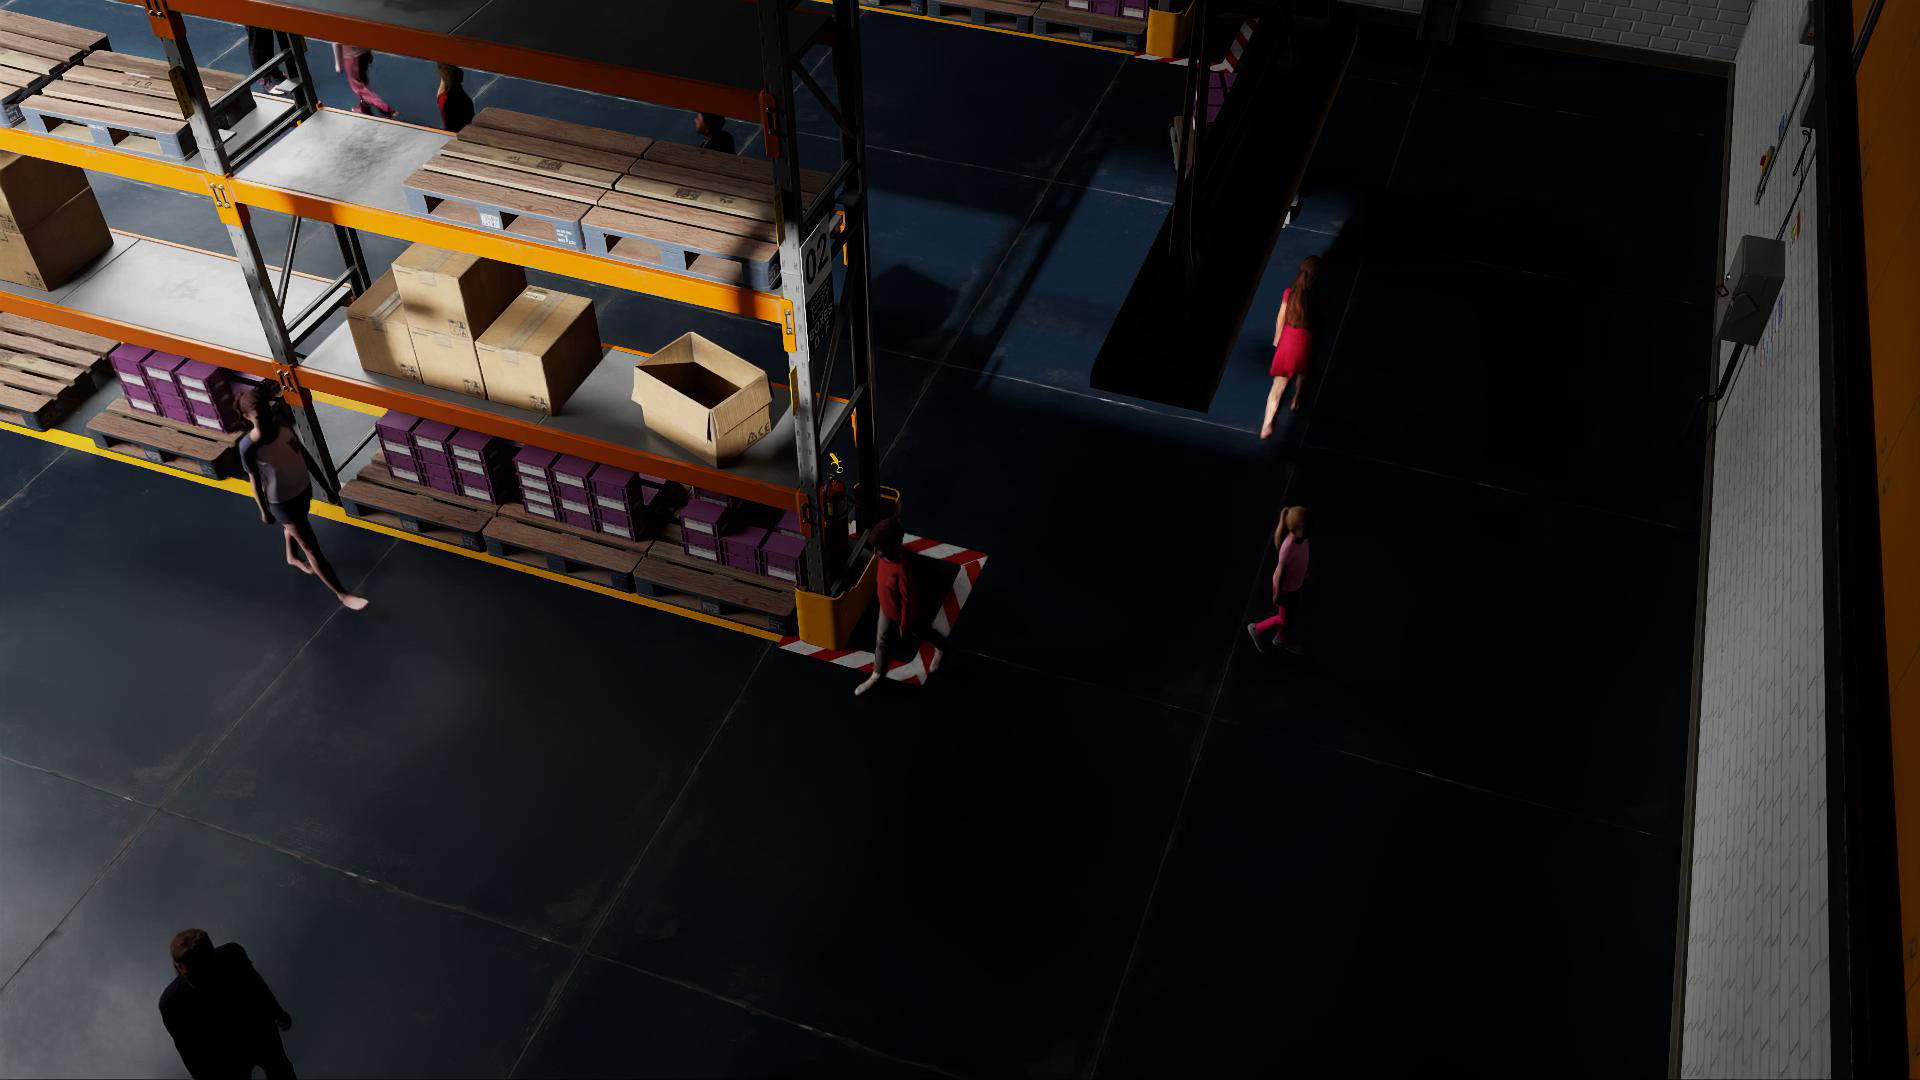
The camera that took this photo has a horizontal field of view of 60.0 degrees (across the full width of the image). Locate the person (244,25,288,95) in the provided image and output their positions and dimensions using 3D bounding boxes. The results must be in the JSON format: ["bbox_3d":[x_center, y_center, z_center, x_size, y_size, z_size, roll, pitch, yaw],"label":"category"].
[{"bbox_3d":[-7.032,-5.370,16.465,0.676,1.872,0.725,0,44,0],"label":"person"}]

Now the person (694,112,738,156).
[{"bbox_3d":[-1.990,-2.822,13.829,0.664,1.818,0.735,6,44,6],"label":"person"}]

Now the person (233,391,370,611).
[{"bbox_3d":[-4.602,-0.333,11.289,1.127,1.718,0.643,19,47,19],"label":"person"}]

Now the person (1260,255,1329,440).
[{"bbox_3d":[2.518,-1.434,12.583,0.993,1.527,0.688,20,47,19],"label":"person"}]

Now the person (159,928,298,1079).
[{"bbox_3d":[-3.587,2.480,8.265,0.663,1.815,0.731,23,48,22],"label":"person"}]

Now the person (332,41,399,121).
[{"bbox_3d":[-5.778,-4.642,16.023,0.942,1.427,0.608,19,47,19],"label":"person"}]

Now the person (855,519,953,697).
[{"bbox_3d":[-0.325,0.395,10.766,0.926,1.385,0.983,-29,51,-27],"label":"person"}]

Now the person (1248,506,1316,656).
[{"bbox_3d":[2.133,0.254,11.001,0.664,1.264,0.565,24,48,23],"label":"person"}]

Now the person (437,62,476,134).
[{"bbox_3d":[-4.423,-3.483,14.665,0.916,1.622,0.741,3,44,3],"label":"person"}]
